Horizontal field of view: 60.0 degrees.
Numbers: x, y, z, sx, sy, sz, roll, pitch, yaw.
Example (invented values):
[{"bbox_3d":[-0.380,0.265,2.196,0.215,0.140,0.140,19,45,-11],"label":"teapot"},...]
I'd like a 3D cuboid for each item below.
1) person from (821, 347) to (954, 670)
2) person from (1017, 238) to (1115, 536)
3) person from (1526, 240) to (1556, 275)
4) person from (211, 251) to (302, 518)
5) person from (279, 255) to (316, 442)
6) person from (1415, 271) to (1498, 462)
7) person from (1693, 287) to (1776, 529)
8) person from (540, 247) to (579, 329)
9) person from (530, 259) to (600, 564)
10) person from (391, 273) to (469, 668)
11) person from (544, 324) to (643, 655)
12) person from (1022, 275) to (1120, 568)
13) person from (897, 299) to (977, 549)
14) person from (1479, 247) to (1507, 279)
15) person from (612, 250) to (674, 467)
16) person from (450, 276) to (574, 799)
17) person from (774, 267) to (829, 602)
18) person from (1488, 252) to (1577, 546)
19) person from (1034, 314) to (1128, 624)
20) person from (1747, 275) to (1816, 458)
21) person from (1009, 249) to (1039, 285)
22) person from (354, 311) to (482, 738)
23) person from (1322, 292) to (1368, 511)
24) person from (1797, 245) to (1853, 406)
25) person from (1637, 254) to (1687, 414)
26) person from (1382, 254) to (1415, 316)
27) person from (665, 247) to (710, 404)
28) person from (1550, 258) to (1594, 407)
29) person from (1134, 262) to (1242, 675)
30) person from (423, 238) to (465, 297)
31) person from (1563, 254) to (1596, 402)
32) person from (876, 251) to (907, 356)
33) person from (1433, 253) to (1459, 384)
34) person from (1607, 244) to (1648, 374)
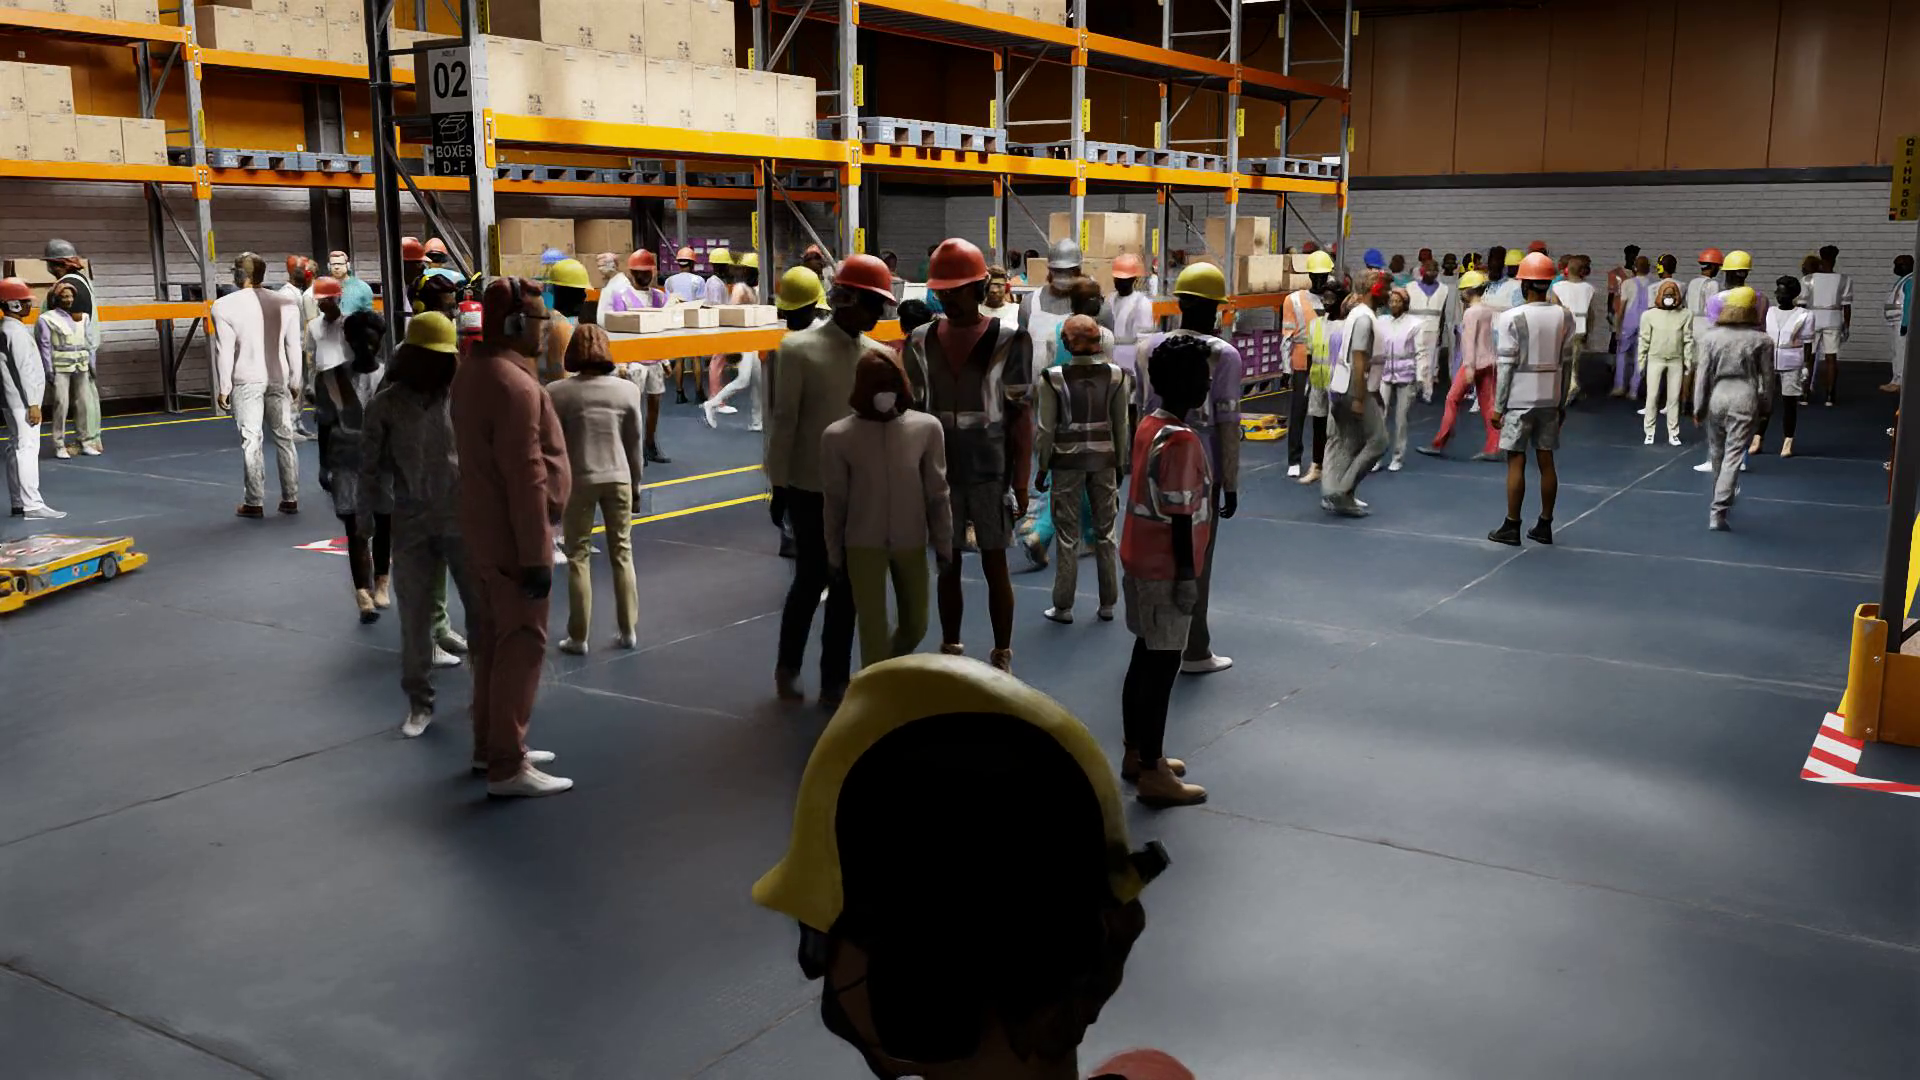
[{"bbox_3d":[-0.305,0.022,6.697,0.528,1.611,0.636,-2,11,-13],"label":"person"},{"bbox_3d":[0.691,-1.036,11.370,0.682,2.000,0.537,2,10,13],"label":"person"},{"bbox_3d":[7.985,-3.141,23.101,0.607,2.024,0.537,-4,11,-20],"label":"person"},{"bbox_3d":[-5.124,-1.129,12.166,0.367,1.940,0.634,10,14,44],"label":"person"},{"bbox_3d":[-6.702,-1.925,16.791,0.375,1.872,0.602,-2,10,-12],"label":"person"},{"bbox_3d":[4.627,-1.591,15.297,0.822,1.728,0.519,9,14,41],"label":"person"},{"bbox_3d":[5.537,-0.947,11.860,0.487,1.679,0.963,9,14,41],"label":"person"},{"bbox_3d":[-4.392,-2.241,18.325,0.406,1.944,0.609,1,10,8],"label":"person"},{"bbox_3d":[-2.447,-0.792,10.382,0.583,1.902,0.603,-4,11,-21],"label":"person"},{"bbox_3d":[-2.513,-0.334,7.970,0.309,1.864,0.535,1,10,7],"label":"person"},{"bbox_3d":[-1.803,-0.253,8.231,0.508,1.613,0.357,-6,12,-30],"label":"person"},{"bbox_3d":[0.693,-0.736,10.375,0.899,1.815,0.515,-9,14,-41],"label":"person"},{"bbox_3d":[-0.226,-0.755,10.933,0.876,1.633,0.535,9,13,40],"label":"person"},{"bbox_3d":[8.636,-3.809,27.095,0.862,1.911,0.633,-4,11,-19],"label":"person"},{"bbox_3d":[-2.873,-1.626,15.014,0.580,1.947,0.538,-9,14,-42],"label":"person"},{"bbox_3d":[-1.617,-0.012,6.105,0.400,1.896,0.648,-6,12,-29],"label":"person"},{"bbox_3d":[-0.814,-0.596,9.392,0.451,1.878,0.759,-1,10,-5],"label":"person"},{"bbox_3d":[3.786,-0.928,11.047,0.545,1.942,0.349,-2,10,-12],"label":"person"},{"bbox_3d":[0.644,-0.370,8.793,0.514,1.640,0.309,-3,11,-16],"label":"person"},{"bbox_3d":[7.677,-1.620,15.551,0.534,1.698,0.322,9,14,41],"label":"person"},{"bbox_3d":[0.864,-2.572,20.265,0.585,1.909,0.391,-1,10,-4],"label":"person"},{"bbox_3d":[-2.197,-0.069,6.872,0.615,1.737,0.457,-5,12,-28],"label":"person"},{"bbox_3d":[2.917,-1.033,12.475,0.311,1.636,0.523,9,13,40],"label":"person"},{"bbox_3d":[10.587,-2.629,20.408,0.614,1.962,0.366,5,11,25],"label":"person"},{"bbox_3d":[8.145,-2.365,19.250,0.509,1.860,0.333,-2,10,-8],"label":"person"},{"bbox_3d":[5.984,-3.025,22.994,0.656,1.819,0.507,-1,10,-8],"label":"person"},{"bbox_3d":[-3.359,-2.643,20.571,0.543,1.934,0.371,2,10,13],"label":"person"},{"bbox_3d":[7.276,-2.437,19.771,0.576,1.816,0.603,-3,11,-15],"label":"person"},{"bbox_3d":[1.078,-0.330,7.805,0.580,1.918,0.390,9,14,41],"label":"person"},{"bbox_3d":[-5.788,-2.321,18.484,0.609,2.043,0.397,-5,11,-26],"label":"person"},{"bbox_3d":[7.779,-2.672,20.991,0.429,1.844,0.627,7,12,34],"label":"person"},{"bbox_3d":[-0.744,-2.107,17.689,0.600,1.906,0.414,-9,14,-41],"label":"person"},{"bbox_3d":[6.845,-3.108,23.421,0.504,1.840,0.341,2,10,10],"label":"person"},{"bbox_3d":[10.035,-3.458,25.039,0.599,1.958,0.377,0,10,2],"label":"person"}]
